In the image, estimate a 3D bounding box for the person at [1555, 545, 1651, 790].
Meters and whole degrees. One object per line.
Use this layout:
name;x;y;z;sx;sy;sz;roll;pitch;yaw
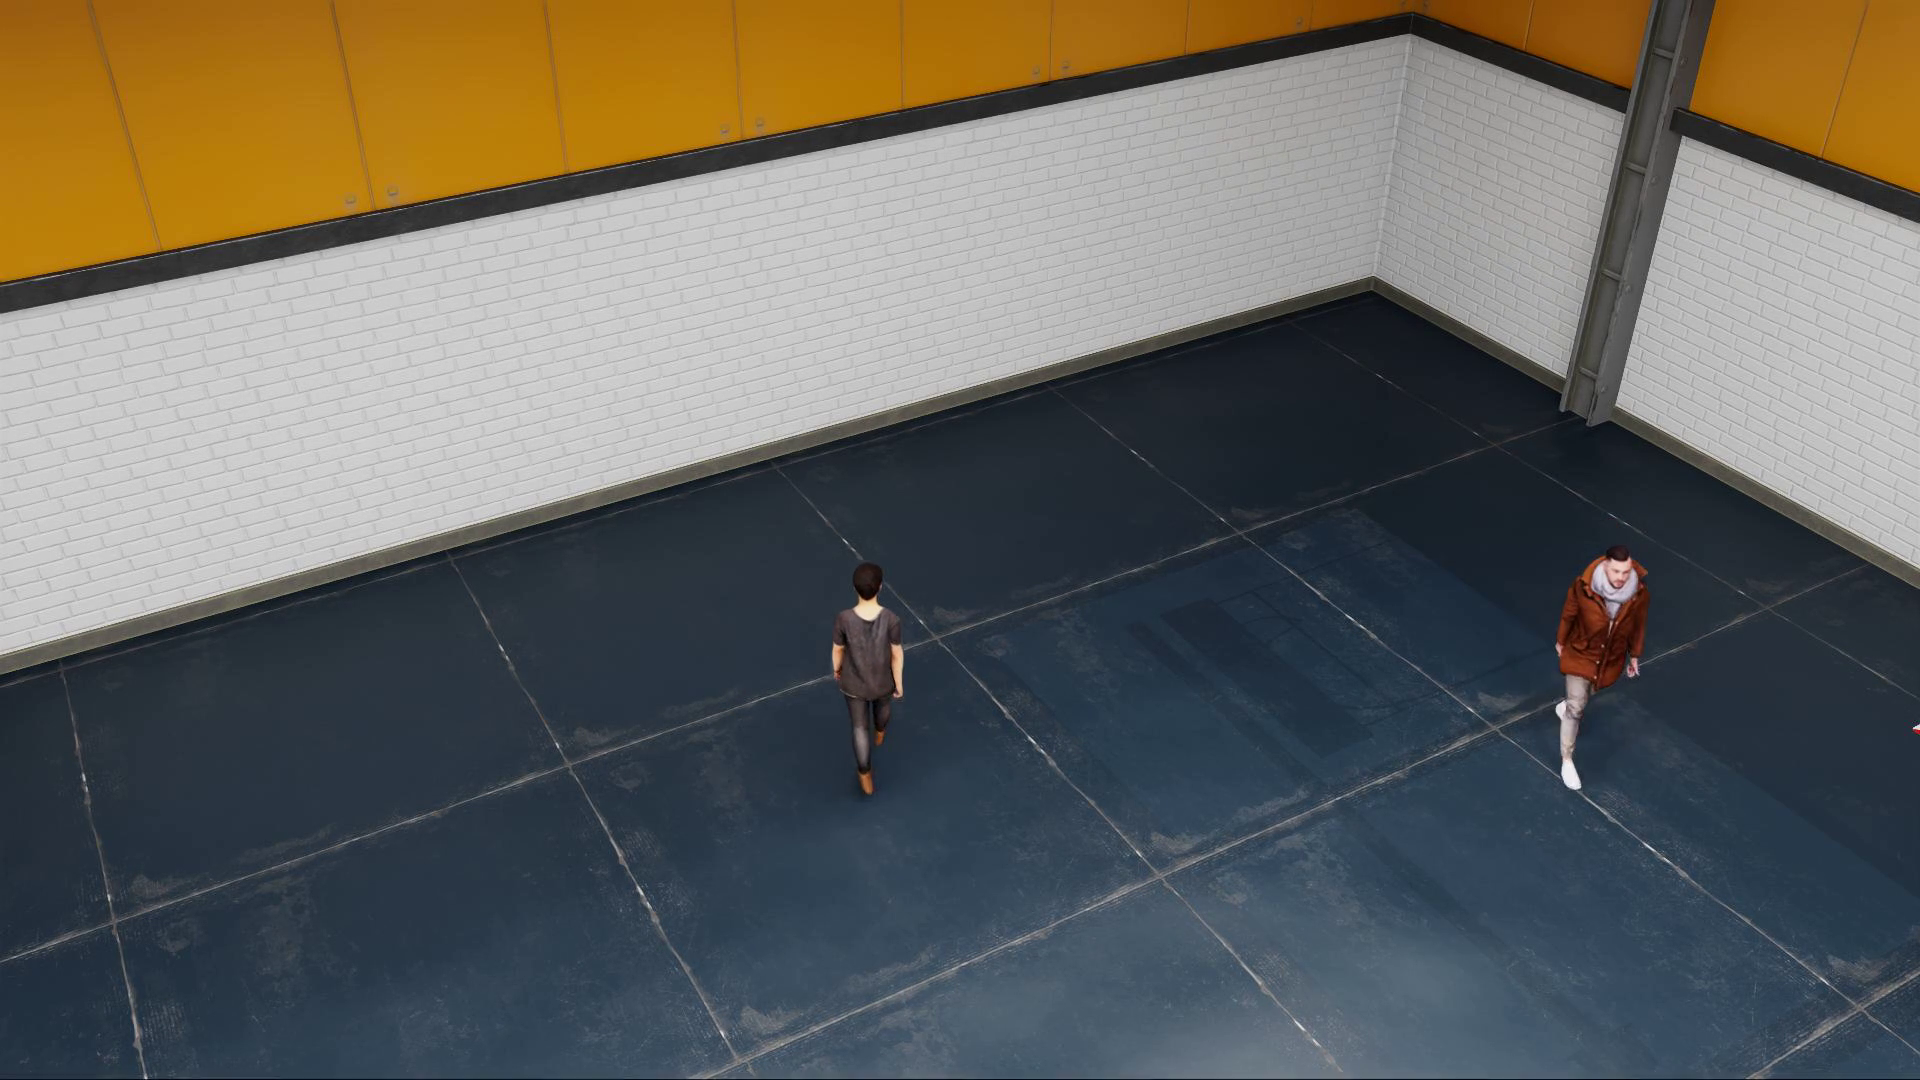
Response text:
person;4.356;0.746;11.483;1.048;1.795;1.240;0;34;-1

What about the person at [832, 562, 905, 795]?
person;-0.625;0.965;11.259;0.941;1.677;1.145;-1;34;-2
